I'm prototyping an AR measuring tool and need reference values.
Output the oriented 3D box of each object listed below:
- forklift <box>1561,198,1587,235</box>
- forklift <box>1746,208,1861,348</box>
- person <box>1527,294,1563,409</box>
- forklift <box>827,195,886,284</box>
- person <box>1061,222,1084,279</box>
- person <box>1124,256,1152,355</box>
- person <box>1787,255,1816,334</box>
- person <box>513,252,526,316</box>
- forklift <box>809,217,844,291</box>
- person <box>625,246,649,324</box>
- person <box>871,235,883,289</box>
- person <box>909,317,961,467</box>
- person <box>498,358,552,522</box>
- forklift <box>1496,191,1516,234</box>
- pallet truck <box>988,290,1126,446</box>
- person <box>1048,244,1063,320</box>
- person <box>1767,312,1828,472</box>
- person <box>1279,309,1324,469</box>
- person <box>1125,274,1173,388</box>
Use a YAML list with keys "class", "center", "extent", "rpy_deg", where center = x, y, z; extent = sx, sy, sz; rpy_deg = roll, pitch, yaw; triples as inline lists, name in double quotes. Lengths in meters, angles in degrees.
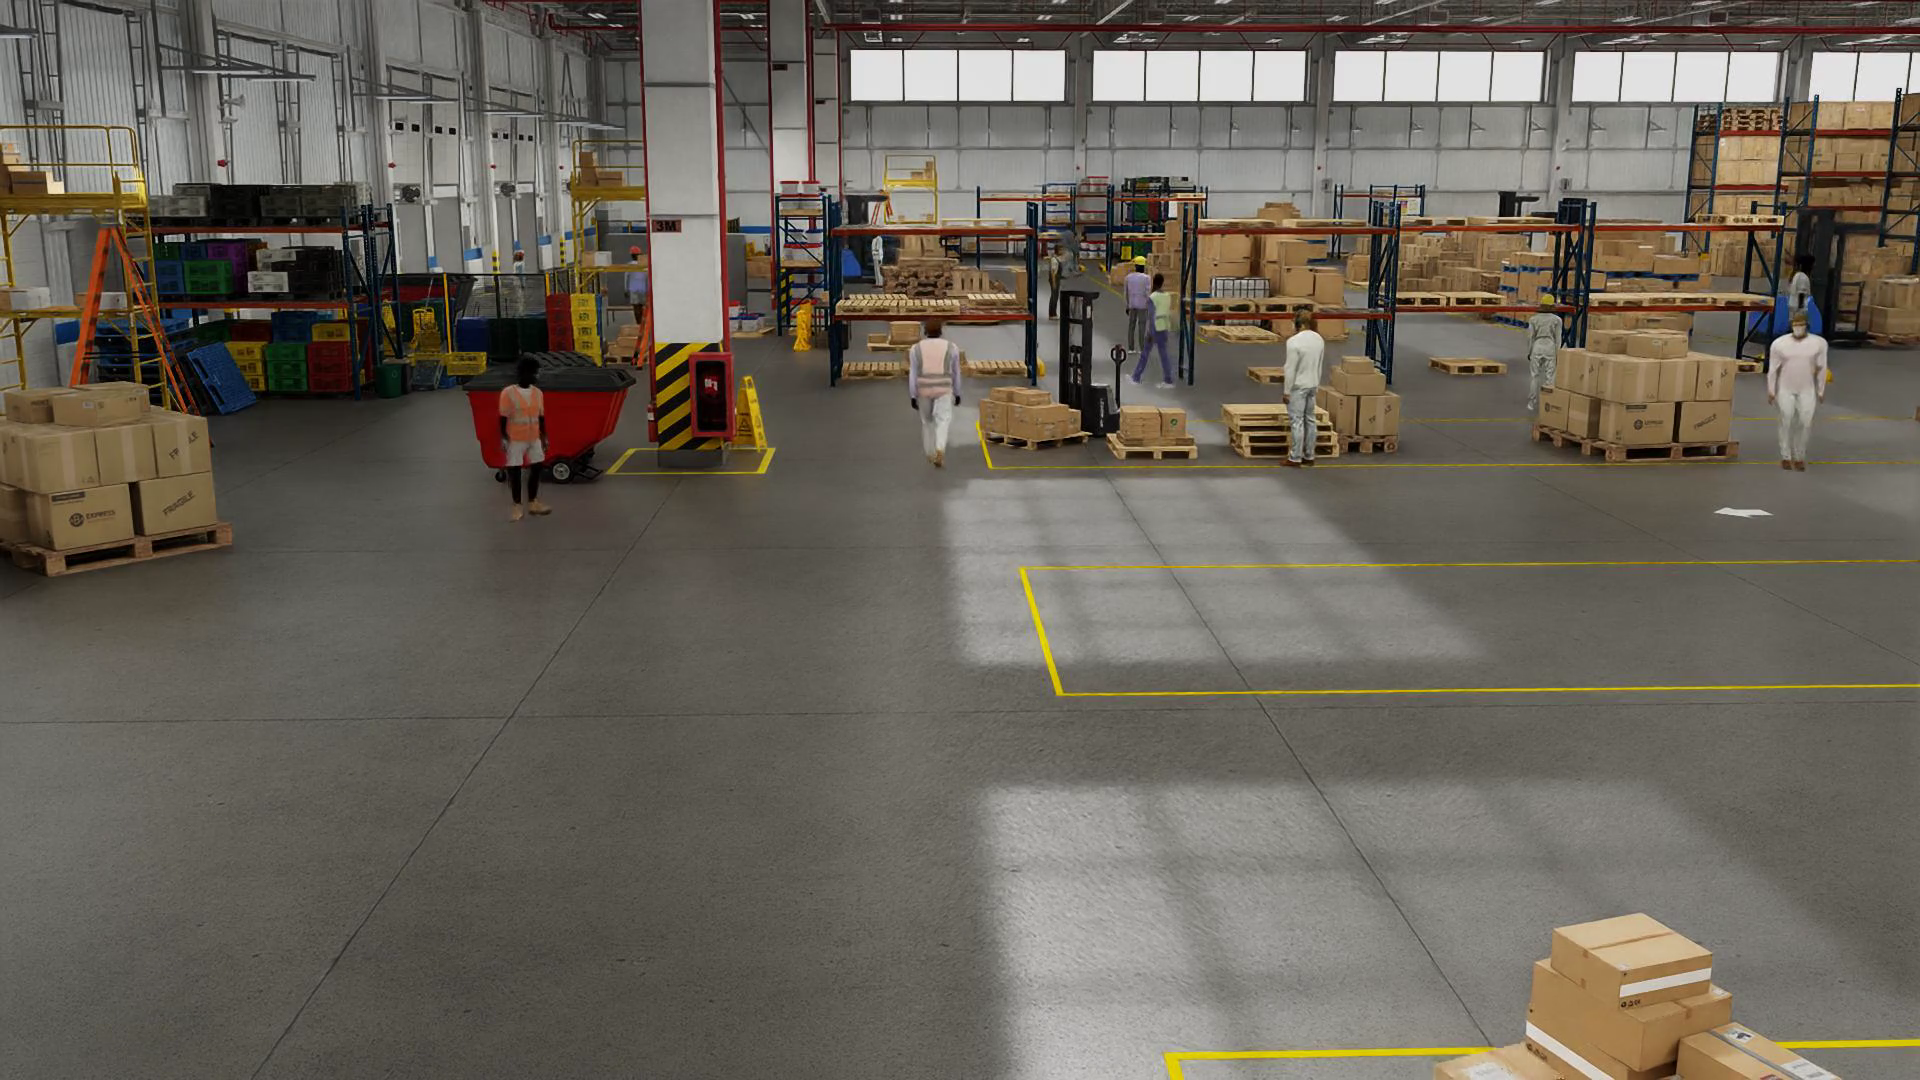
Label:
- class: "forklift"
  center: [17.204, -8.212, 46.797]
  extent: [1.873, 2.768, 1.129]
  rpy_deg: [0, 12, -2]
- class: "forklift"
  center: [17.288, -5.355, 33.897]
  extent: [1.873, 2.768, 1.129]
  rpy_deg: [0, 12, -2]
- class: "person"
  center: [8.818, -2.836, 25.113]
  extent: [0.489, 1.744, 0.295]
  rpy_deg: [5, 13, 21]
- class: "forklift"
  center: [-3.353, -9.520, 52.704]
  extent: [1.873, 2.768, 1.129]
  rpy_deg: [-3, 13, -12]
- class: "person"
  center: [3.719, -9.665, 55.617]
  extent: [1.021, 1.882, 0.641]
  rpy_deg: [-4, 13, -16]
- class: "person"
  center: [3.504, -4.601, 32.665]
  extent: [0.585, 1.928, 0.368]
  rpy_deg: [9, 15, 34]
- class: "person"
  center: [16.582, -4.610, 32.661]
  extent: [0.636, 1.946, 0.625]
  rpy_deg: [2, 13, 8]
- class: "person"
  center: [-10.779, -6.230, 40.700]
  extent: [0.313, 1.633, 0.521]
  rpy_deg: [-6, 14, -26]
- class: "forklift"
  center: [-4.375, -8.619, 48.637]
  extent: [1.873, 2.768, 1.129]
  rpy_deg: [0, 12, -2]
- class: "person"
  center: [-7.296, -5.677, 37.589]
  extent: [0.556, 1.906, 0.886]
  rpy_deg: [-7, 14, -27]
- class: "person"
  center: [-2.548, -8.667, 51.140]
  extent: [0.343, 1.881, 0.580]
  rpy_deg: [-6, 14, -24]
- class: "person"
  center: [-0.307, -1.798, 20.275]
  extent: [0.628, 1.820, 0.838]
  rpy_deg: [1, 13, 3]
- class: "person"
  center: [-4.495, -1.033, 17.150]
  extent: [0.324, 1.677, 0.615]
  rpy_deg: [10, 16, 37]
- class: "forklift"
  center: [20.614, -11.778, 62.900]
  extent: [1.873, 2.768, 1.129]
  rpy_deg: [0, 12, -2]
- class: "pallet truck"
  center: [1.257, -2.299, 22.111]
  extent: [1.885, 1.965, 0.823]
  rpy_deg: [-9, 15, -35]
- class: "person"
  center: [2.323, -6.244, 40.303]
  extent: [0.345, 1.839, 0.501]
  rpy_deg: [3, 13, 14]
- class: "person"
  center: [9.976, -1.757, 19.858]
  extent: [0.646, 1.911, 0.754]
  rpy_deg: [5, 14, 23]
- class: "person"
  center: [4.136, -1.826, 20.139]
  extent: [0.625, 1.933, 0.362]
  rpy_deg: [-10, 16, -38]
- class: "person"
  center: [3.237, -3.483, 27.792]
  extent: [0.615, 1.846, 0.961]
  rpy_deg: [-12, 17, -44]
